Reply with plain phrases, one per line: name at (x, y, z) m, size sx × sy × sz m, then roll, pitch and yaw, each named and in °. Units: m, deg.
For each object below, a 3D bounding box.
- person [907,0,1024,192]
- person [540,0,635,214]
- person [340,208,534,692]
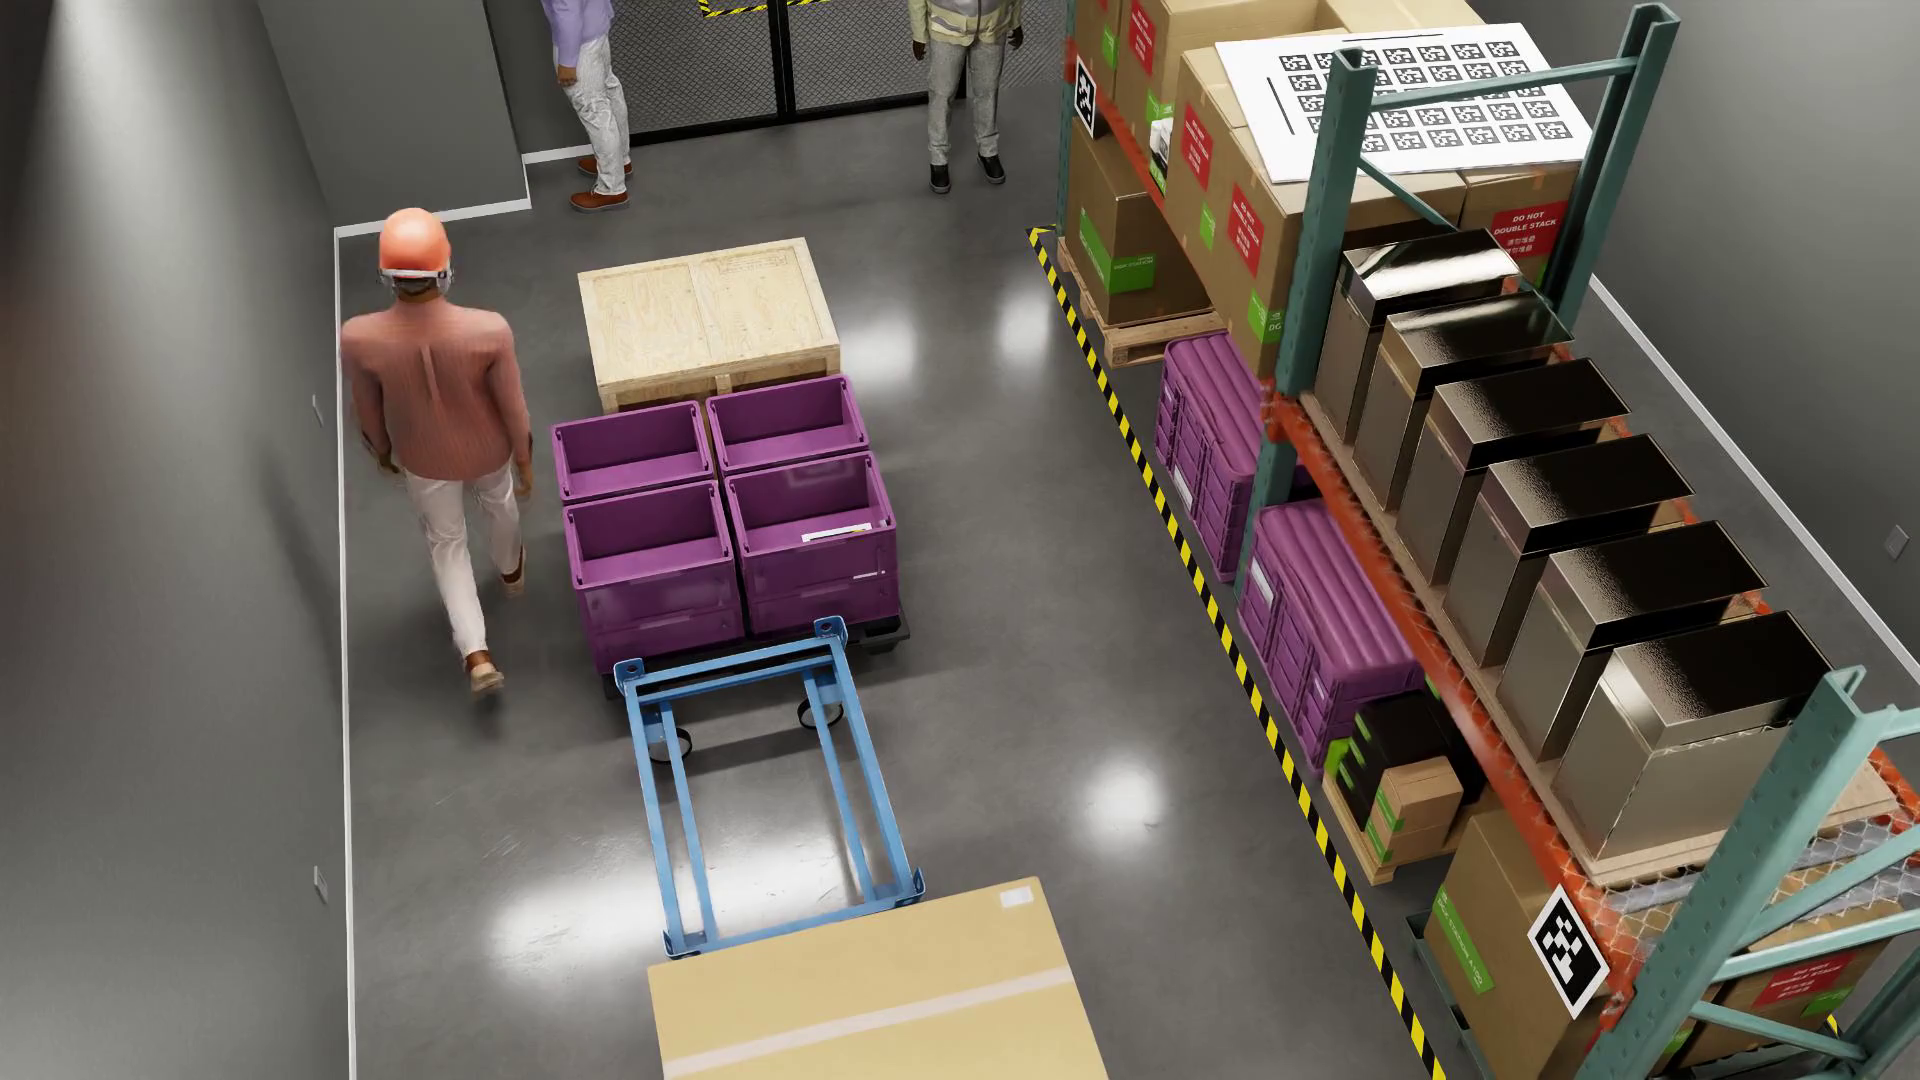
person at (0.041, -2.592, 8.342) m, size 0.603 × 1.823 × 0.404 m, roll -11°, pitch 48°, yaw -10°
person at (-1.889, -2.519, 8.200) m, size 0.364 × 1.939 × 0.636 m, roll 0°, pitch 47°, yaw 0°
person at (-1.870, -0.306, 6.156) m, size 0.620 × 1.957 × 0.918 m, roll -11°, pitch 48°, yaw -10°
